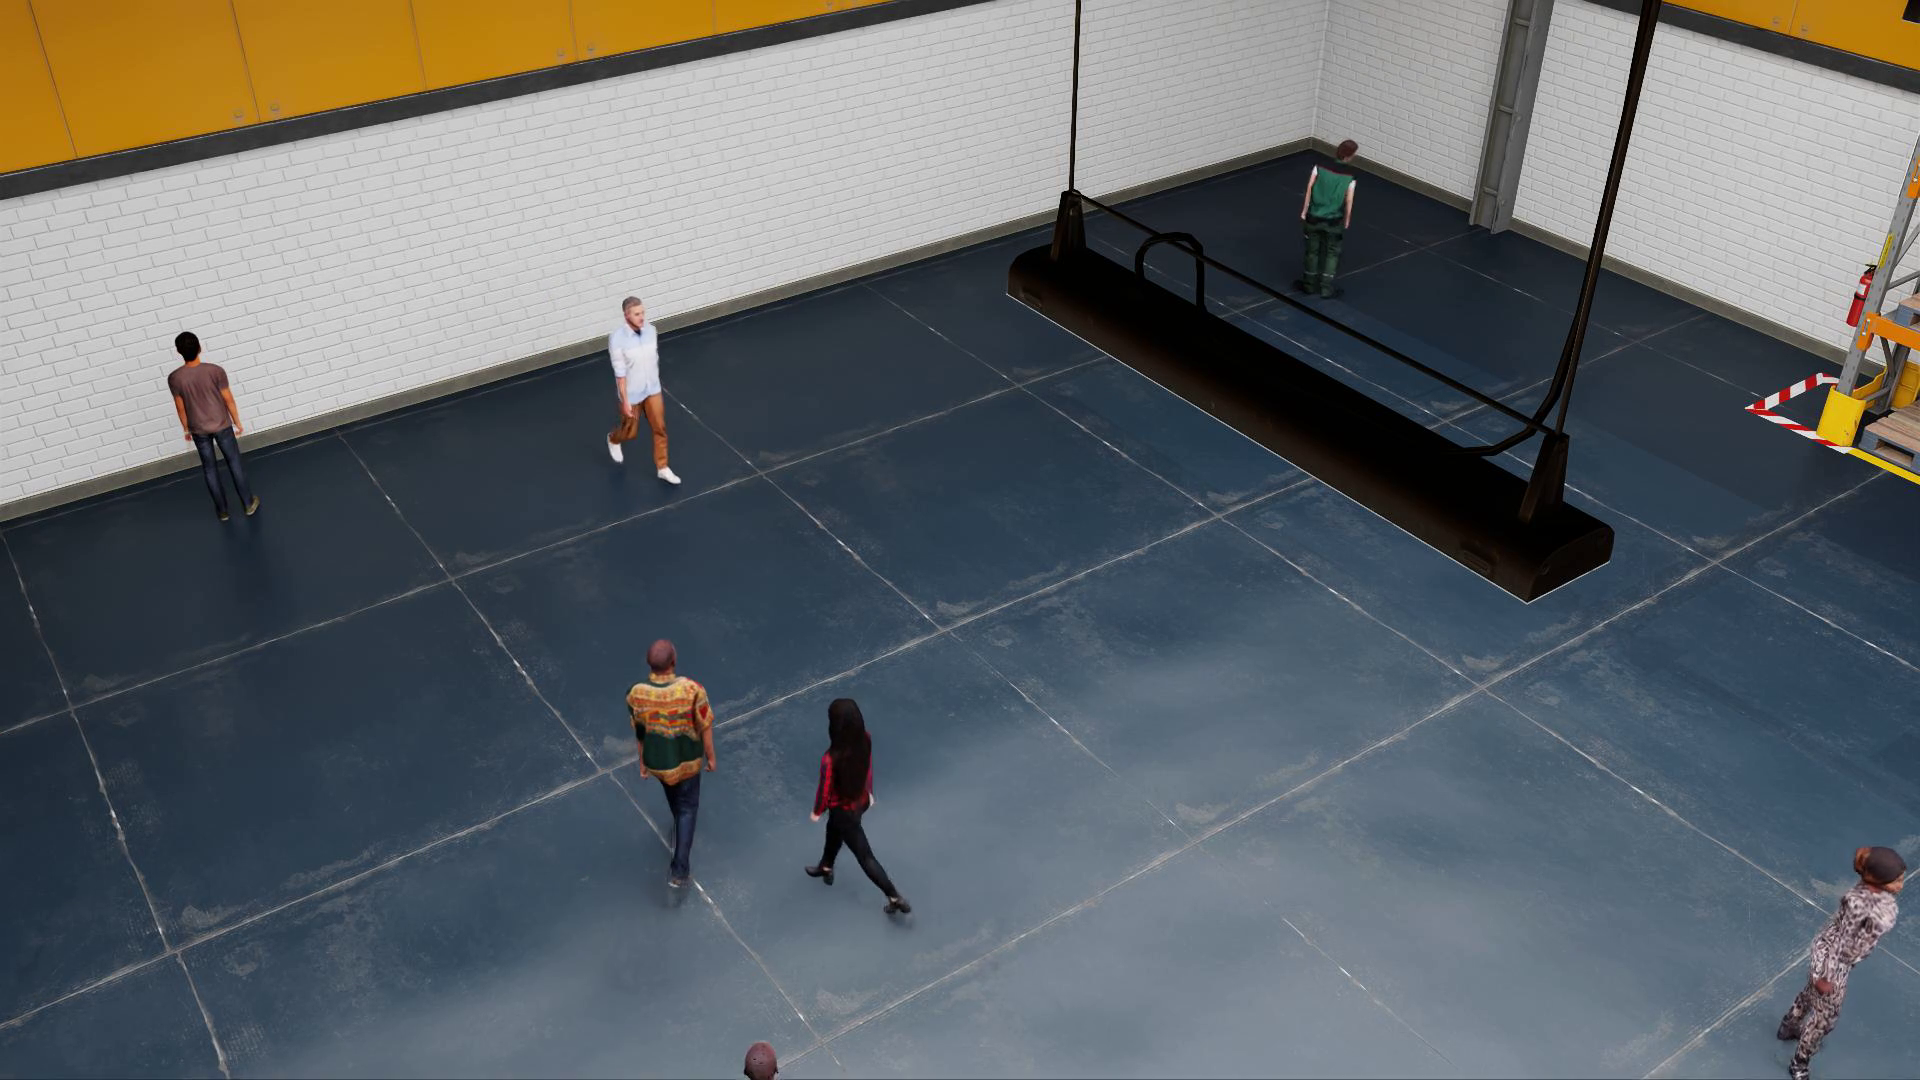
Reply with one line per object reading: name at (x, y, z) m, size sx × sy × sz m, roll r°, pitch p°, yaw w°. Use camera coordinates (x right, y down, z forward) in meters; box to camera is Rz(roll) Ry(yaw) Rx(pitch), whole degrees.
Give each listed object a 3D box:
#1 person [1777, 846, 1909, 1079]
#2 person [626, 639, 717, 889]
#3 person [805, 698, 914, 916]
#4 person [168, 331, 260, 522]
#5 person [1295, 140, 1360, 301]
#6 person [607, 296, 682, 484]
person at (5.000, 2.365, 9.491) m, size 0.630 × 1.708 × 0.672 m, roll 26°, pitch 42°, yaw 34°
person at (-1.866, 1.463, 10.784) m, size 1.134 × 1.781 × 1.268 m, roll 2°, pitch 34°, yaw 3°
person at (-0.632, 1.735, 10.522) m, size 1.162 × 1.616 × 0.904 m, roll 17°, pitch 37°, yaw 24°
person at (-6.522, -0.989, 14.474) m, size 0.681 × 1.778 × 0.624 m, roll -12°, pitch 35°, yaw -18°
person at (3.979, -3.544, 18.289) m, size 0.789 × 1.810 × 0.897 m, roll 2°, pitch 34°, yaw 3°
person at (-2.957, -1.371, 15.028) m, size 0.772 × 1.801 × 1.105 m, roll -28°, pitch 43°, yaw -35°
